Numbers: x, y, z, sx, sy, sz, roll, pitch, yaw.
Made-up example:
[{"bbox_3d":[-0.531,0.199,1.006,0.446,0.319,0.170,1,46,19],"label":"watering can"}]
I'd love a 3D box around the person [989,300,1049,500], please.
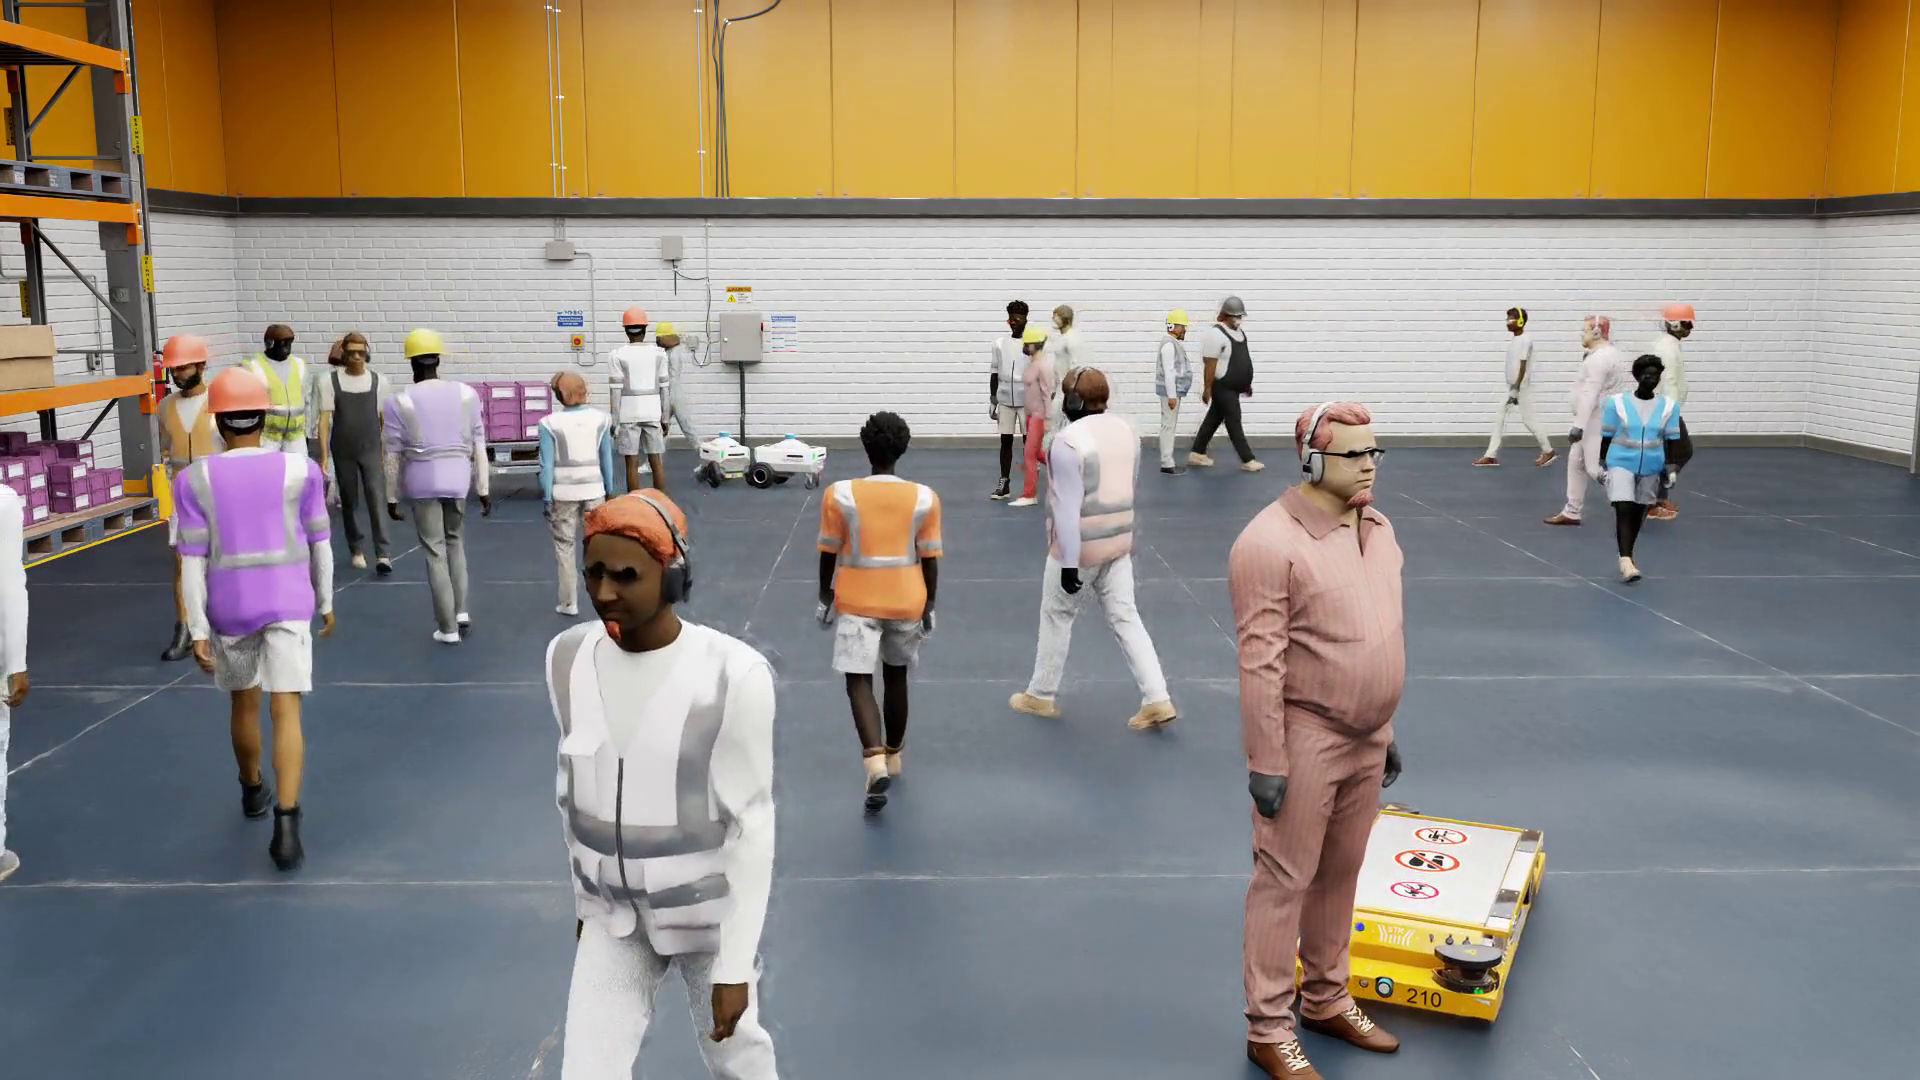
[{"bbox_3d":[0.566,-1.366,16.314,0.607,1.966,0.367,3,10,20],"label":"person"}]

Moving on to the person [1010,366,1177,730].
[{"bbox_3d":[0.686,0.041,8.219,0.644,1.806,0.948,-9,13,-44],"label":"person"}]

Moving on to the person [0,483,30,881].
[{"bbox_3d":[-3.567,0.414,5.793,0.589,1.861,0.884,-2,10,-14],"label":"person"}]

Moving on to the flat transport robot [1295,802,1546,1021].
[{"bbox_3d":[1.587,1.214,5.682,0.652,0.197,1.431,4,10,25],"label":"flat transport robot"}]

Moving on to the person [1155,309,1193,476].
[{"bbox_3d":[2.357,-1.625,18.333,0.404,1.826,0.587,2,9,11],"label":"person"}]

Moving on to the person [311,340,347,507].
[{"bbox_3d":[-5.869,-1.082,15.699,0.526,1.602,0.637,-2,9,-11],"label":"person"}]

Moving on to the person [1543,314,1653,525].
[{"bbox_3d":[5.601,-1.023,14.475,0.822,1.881,0.633,3,10,20],"label":"person"}]

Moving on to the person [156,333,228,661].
[{"bbox_3d":[-4.475,-0.289,9.943,0.555,1.903,0.950,1,9,3],"label":"person"}]

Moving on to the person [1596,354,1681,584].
[{"bbox_3d":[4.916,-0.515,12.027,0.542,1.644,0.870,1,9,7],"label":"person"}]

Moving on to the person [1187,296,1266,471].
[{"bbox_3d":[3.005,-1.813,18.827,0.998,2.000,0.758,6,11,31],"label":"person"}]

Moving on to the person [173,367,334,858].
[{"bbox_3d":[-2.756,0.271,6.546,0.551,1.893,0.985,-3,10,-19],"label":"person"}]

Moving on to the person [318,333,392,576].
[{"bbox_3d":[-4.466,-0.629,12.321,0.528,1.787,0.978,-4,10,-23],"label":"person"}]

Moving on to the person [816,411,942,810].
[{"bbox_3d":[-0.327,0.286,7.101,0.535,1.667,0.781,-2,10,-15],"label":"person"}]

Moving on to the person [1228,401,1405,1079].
[{"bbox_3d":[1.034,0.563,4.671,0.642,1.908,0.409,-9,13,-43],"label":"person"}]

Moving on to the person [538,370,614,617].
[{"bbox_3d":[-2.441,-0.281,10.689,0.518,1.618,0.592,-7,11,-36],"label":"person"}]

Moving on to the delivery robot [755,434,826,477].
[{"bbox_3d":[-1.757,-0.862,17.253,0.707,0.478,0.477,3,10,18],"label":"delivery robot"}]

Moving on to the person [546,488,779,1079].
[{"bbox_3d":[-0.635,0.796,3.511,0.581,1.825,1.006,4,10,21],"label":"person"}]

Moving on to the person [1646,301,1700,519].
[{"bbox_3d":[6.417,-1.158,15.013,0.499,1.973,0.656,5,10,26],"label":"person"}]

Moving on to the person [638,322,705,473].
[{"bbox_3d":[-3.158,-1.575,18.454,0.914,1.689,0.488,-4,10,-24],"label":"person"}]

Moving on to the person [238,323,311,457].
[{"bbox_3d":[-5.682,-0.885,13.803,0.497,1.822,0.650,8,12,42],"label":"person"}]

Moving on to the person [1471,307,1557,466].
[{"bbox_3d":[6.430,-1.753,19.100,0.942,1.835,0.514,-1,9,-9],"label":"person"}]

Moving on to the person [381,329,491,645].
[{"bbox_3d":[-3.199,-0.320,10.107,0.597,1.899,0.616,-7,12,-38],"label":"person"}]

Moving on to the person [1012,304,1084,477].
[{"bbox_3d":[1.113,-1.608,18.062,1.047,1.880,0.657,0,9,-1],"label":"person"}]

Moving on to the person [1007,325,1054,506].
[{"bbox_3d":[0.809,-1.190,15.954,0.696,1.744,0.530,-3,10,-15],"label":"person"}]

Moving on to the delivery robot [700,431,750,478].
[{"bbox_3d":[-2.475,-0.902,17.497,0.477,0.478,0.707,-5,10,-27],"label":"delivery robot"}]

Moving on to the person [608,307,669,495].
[{"bbox_3d":[-2.845,-1.089,14.714,0.550,1.933,0.370,-5,11,-29],"label":"person"}]
